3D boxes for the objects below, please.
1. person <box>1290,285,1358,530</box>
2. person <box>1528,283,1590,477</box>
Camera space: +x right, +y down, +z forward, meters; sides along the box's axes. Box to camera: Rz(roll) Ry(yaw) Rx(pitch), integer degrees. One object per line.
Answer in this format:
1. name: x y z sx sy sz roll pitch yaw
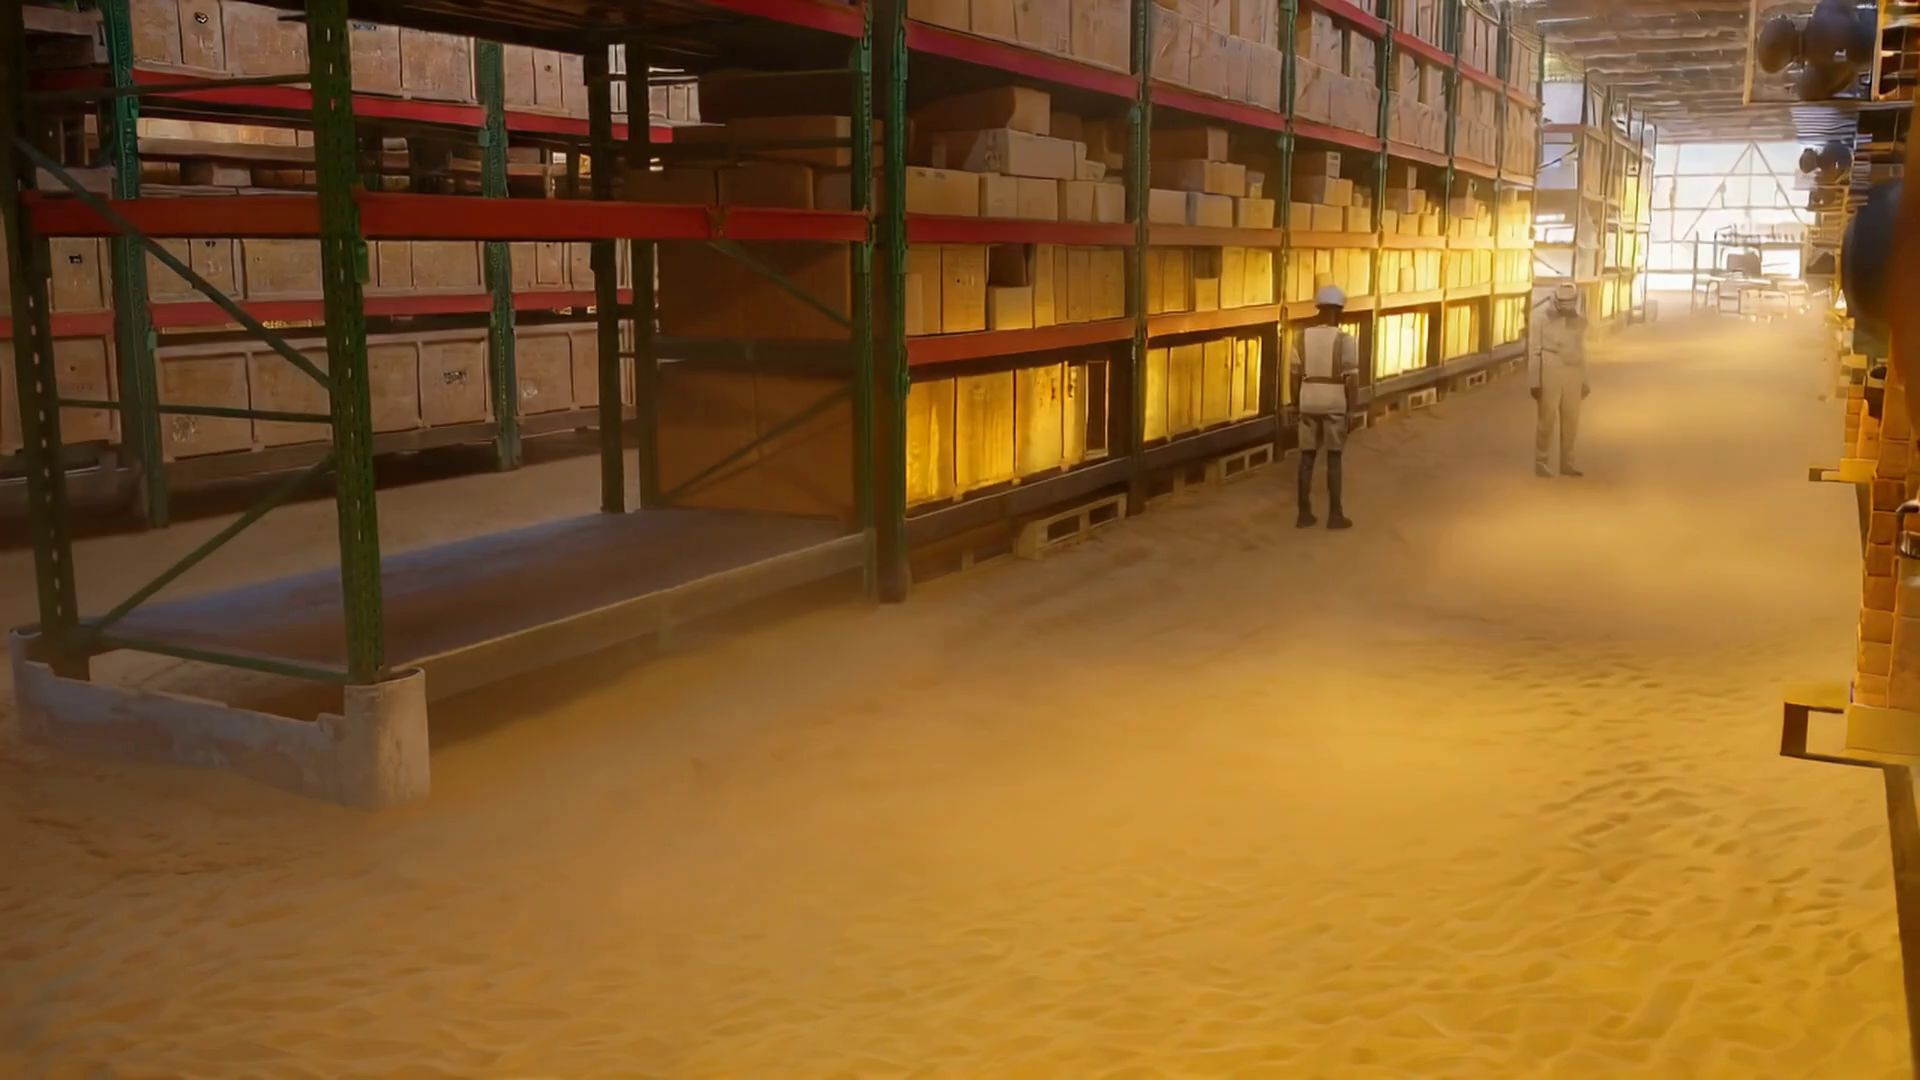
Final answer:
1. person: 2.879 -1.042 13.136 0.542 1.929 0.368 7 12 34
2. person: 5.845 -1.552 16.202 0.653 1.894 0.401 -3 10 -15
